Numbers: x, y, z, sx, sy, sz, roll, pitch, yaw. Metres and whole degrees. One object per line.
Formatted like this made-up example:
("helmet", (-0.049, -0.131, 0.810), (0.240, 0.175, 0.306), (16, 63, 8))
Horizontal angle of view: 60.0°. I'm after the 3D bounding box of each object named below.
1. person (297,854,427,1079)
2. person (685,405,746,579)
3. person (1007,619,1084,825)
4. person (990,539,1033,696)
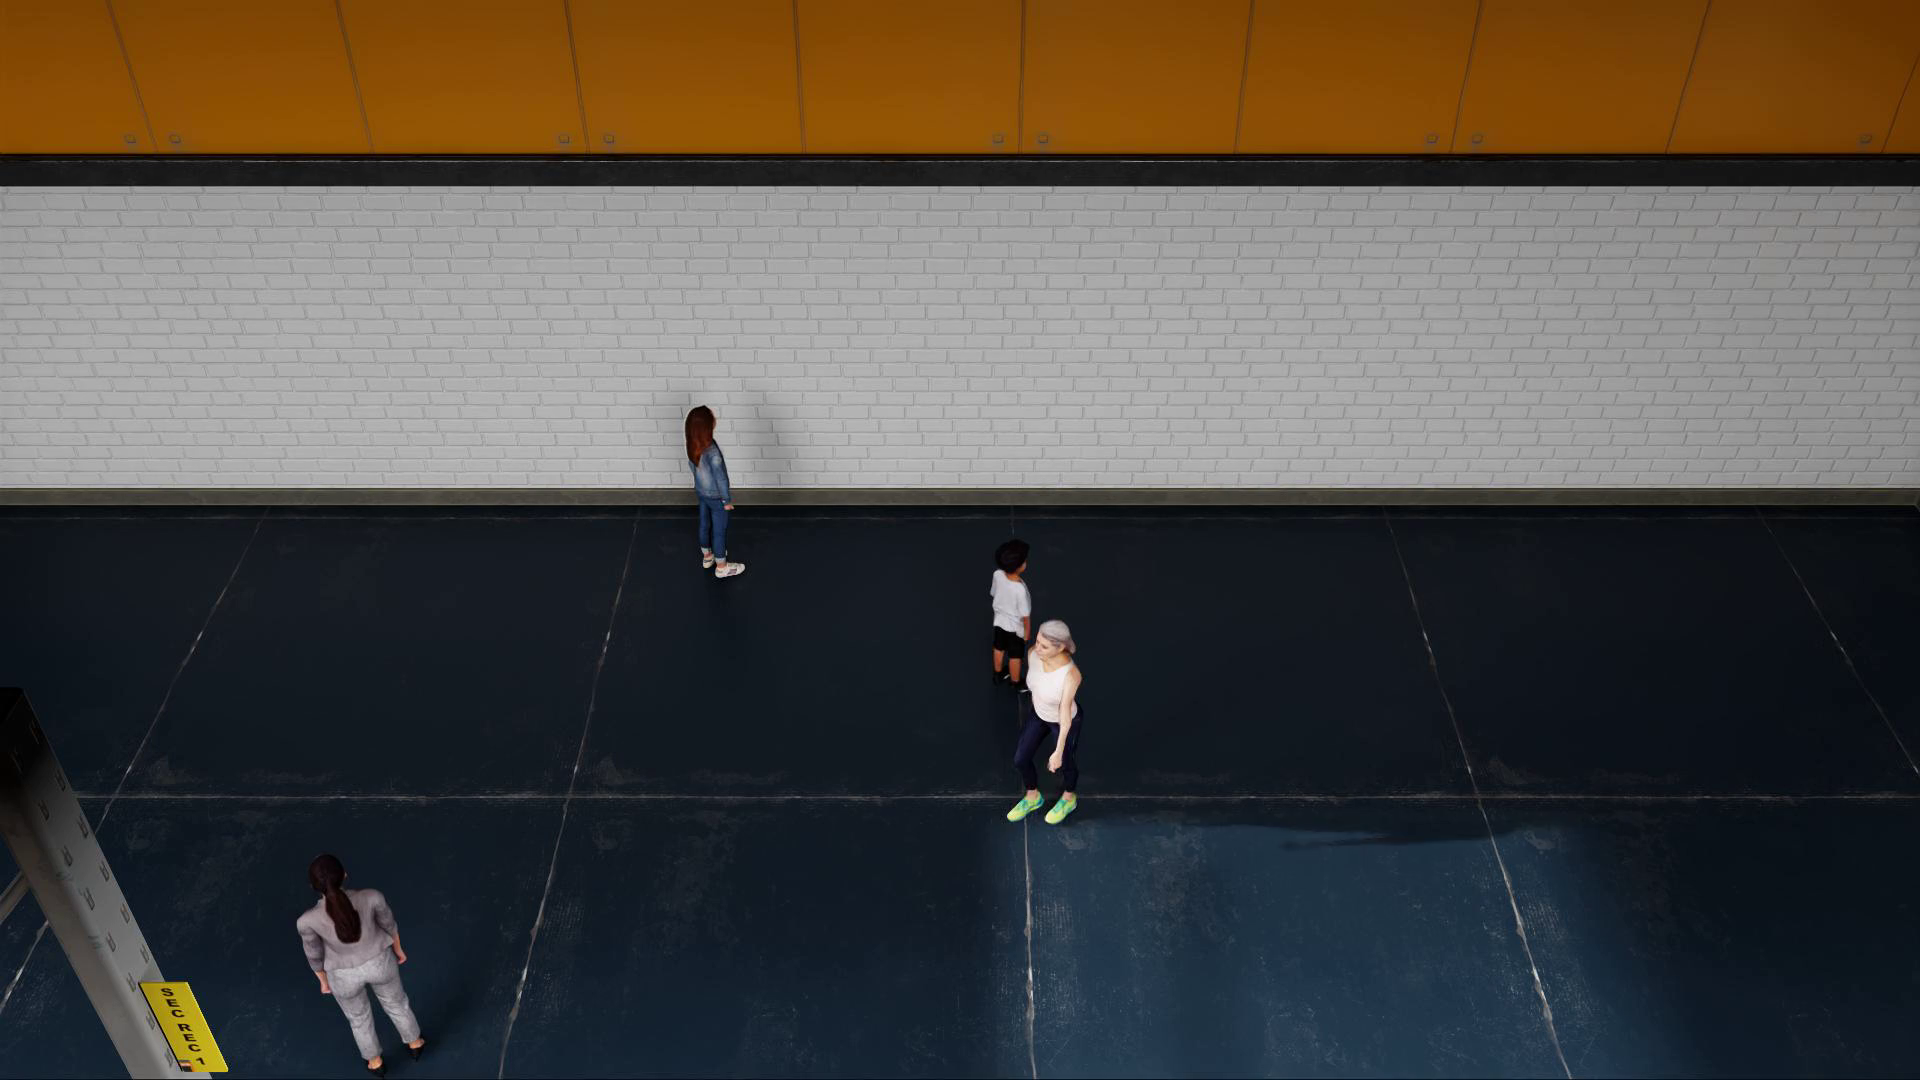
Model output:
("person", (-3.196, 2.289, 8.874), (0.720, 1.677, 0.740), (-20, 43, -23))
("person", (-1.855, -0.369, 12.363), (0.705, 1.476, 0.628), (-28, 46, -30))
("person", (0.660, 1.104, 10.351), (0.838, 1.686, 0.779), (-30, 47, -32))
("person", (0.346, 0.530, 11.413), (0.630, 1.258, 0.566), (-30, 47, -32))
